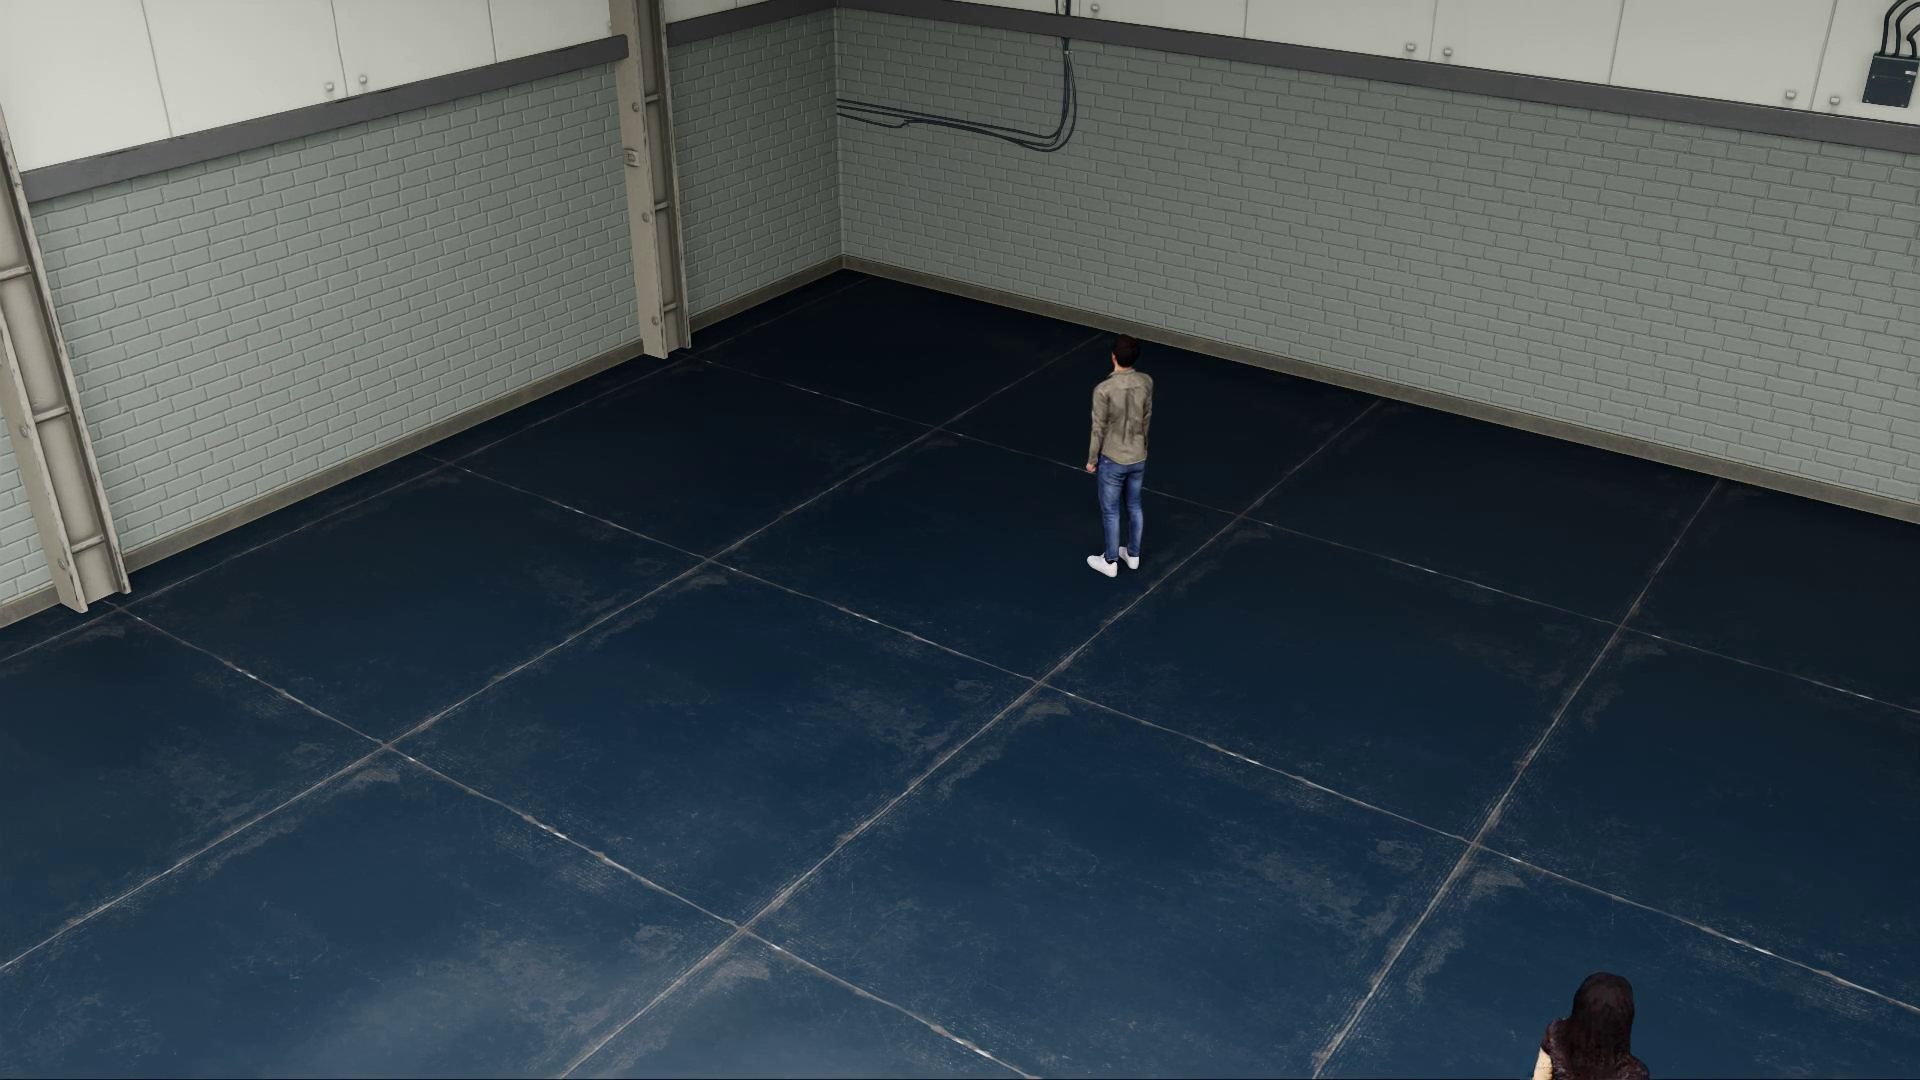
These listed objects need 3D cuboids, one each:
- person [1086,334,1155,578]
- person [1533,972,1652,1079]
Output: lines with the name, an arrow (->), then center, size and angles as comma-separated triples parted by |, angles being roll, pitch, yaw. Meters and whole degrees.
person -> 1.186, -0.606, 12.156 | 0.696, 1.864, 0.845 | -15, 32, -26
person -> 2.344, 2.475, 6.500 | 1.193, 1.742, 0.798 | -23, 36, -36
